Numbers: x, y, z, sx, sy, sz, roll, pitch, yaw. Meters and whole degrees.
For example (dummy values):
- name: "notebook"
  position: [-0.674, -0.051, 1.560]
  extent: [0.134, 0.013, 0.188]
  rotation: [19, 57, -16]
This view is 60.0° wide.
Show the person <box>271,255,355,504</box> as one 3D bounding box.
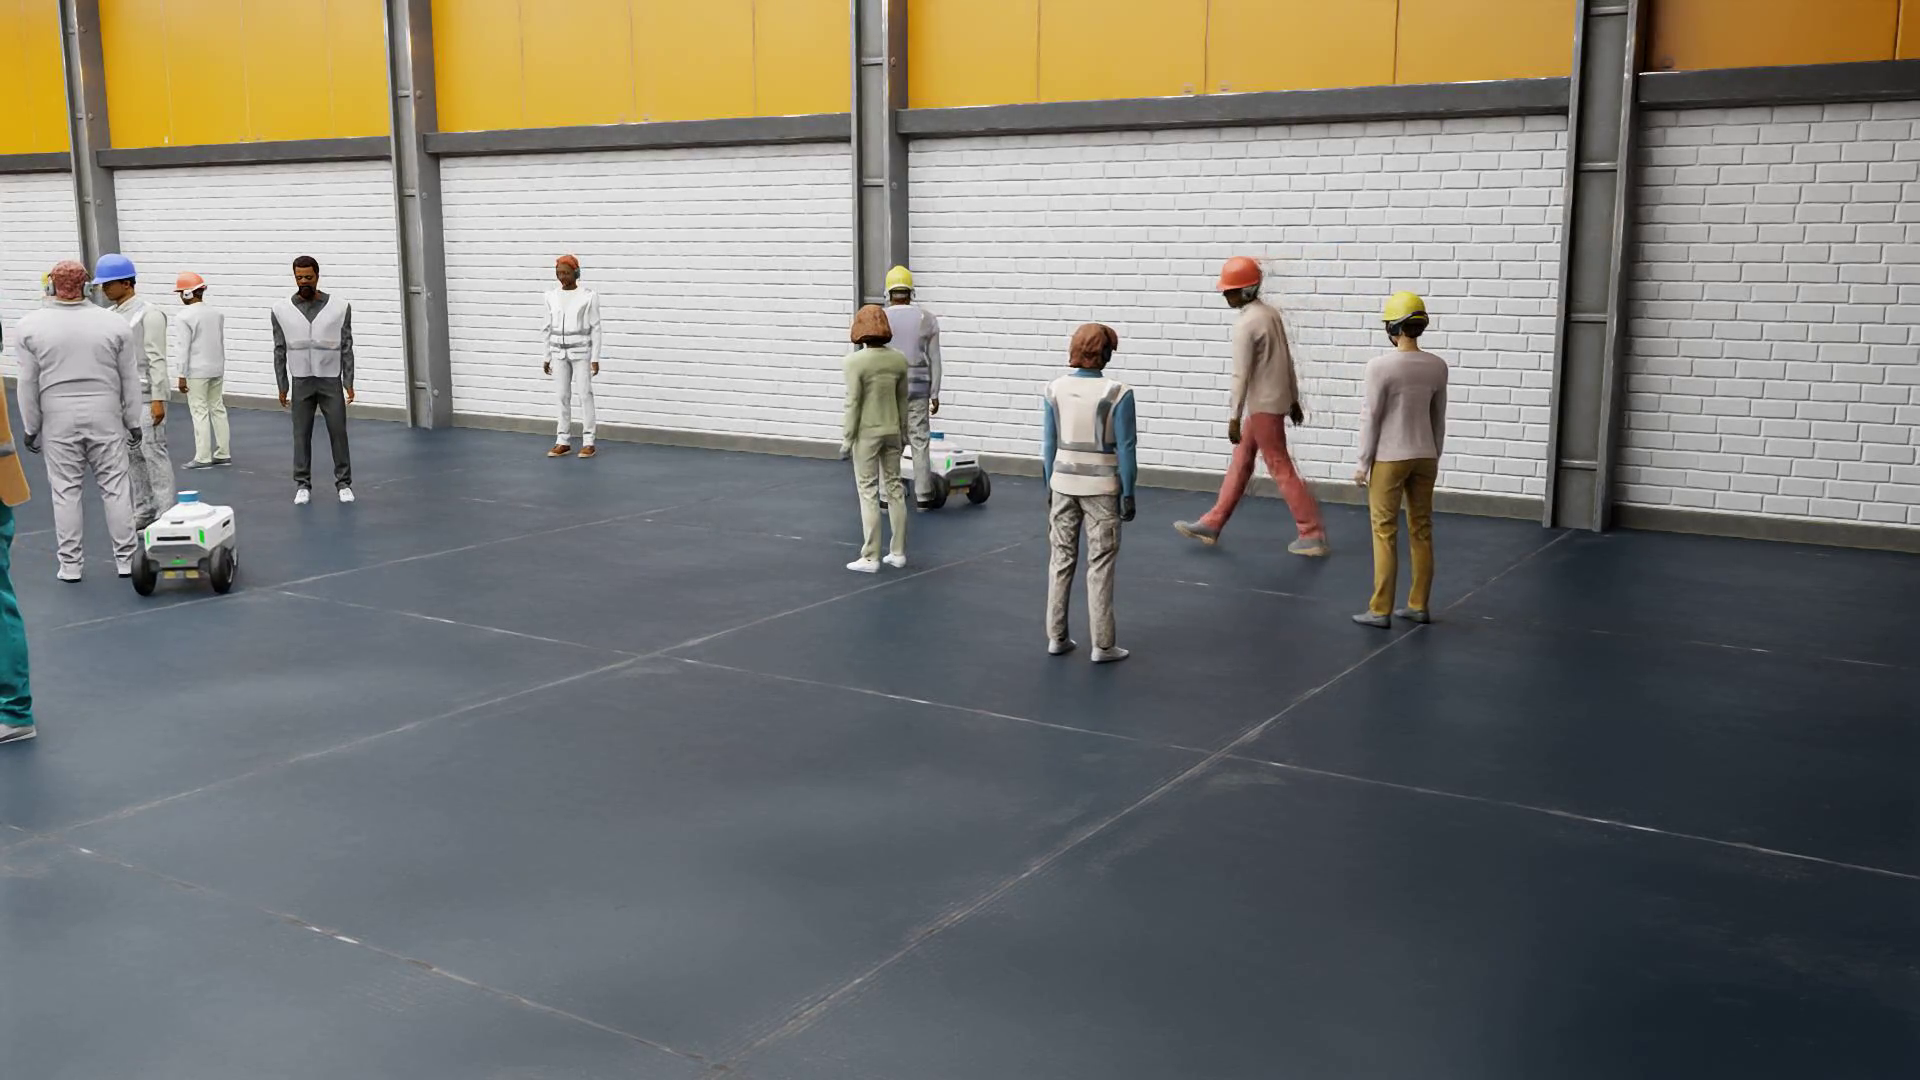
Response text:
- name: "person"
  position: [-4.965, -1.227, 12.823]
  extent: [0.585, 1.909, 0.391]
  rotation: [-3, 11, -17]

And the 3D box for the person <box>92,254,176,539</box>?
- name: "person"
  position: [-5.625, -0.973, 11.338]
  extent: [0.619, 1.932, 0.420]
  rotation: [6, 12, 29]

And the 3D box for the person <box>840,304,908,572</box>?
- name: "person"
  position: [-0.521, -0.619, 10.189]
  extent: [0.506, 1.632, 0.268]
  rotation: [-9, 14, -42]

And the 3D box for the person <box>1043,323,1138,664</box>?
- name: "person"
  position: [0.619, -0.223, 8.001]
  extent: [0.518, 1.633, 0.311]
  rotation: [7, 13, 36]

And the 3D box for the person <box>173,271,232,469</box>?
- name: "person"
  position: [-6.770, -1.507, 14.799]
  extent: [0.351, 1.744, 0.565]
  rotation: [3, 11, 15]

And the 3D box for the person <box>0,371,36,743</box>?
- name: "person"
  position: [-3.955, -0.127, 6.687]
  extent: [0.392, 1.914, 0.587]
  rotation: [-6, 12, -30]

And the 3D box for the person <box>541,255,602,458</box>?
- name: "person"
  position: [-3.626, -1.705, 15.508]
  extent: [0.584, 1.884, 0.349]
  rotation: [2, 10, 13]

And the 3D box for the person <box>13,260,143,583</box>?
- name: "person"
  position: [-5.219, -0.702, 9.894]
  extent: [0.651, 1.906, 0.403]
  rotation: [-6, 12, -30]

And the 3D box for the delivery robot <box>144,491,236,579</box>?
- name: "delivery robot"
  position: [-4.490, -0.043, 9.713]
  extent: [0.477, 0.478, 0.707]
  rotation: [-1, 11, -10]

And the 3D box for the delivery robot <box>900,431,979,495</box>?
- name: "delivery robot"
  position: [-0.171, -0.599, 12.810]
  extent: [0.477, 0.478, 0.707]
  rotation: [-8, 13, -36]

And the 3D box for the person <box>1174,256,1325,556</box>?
- name: "person"
  position: [1.931, -0.859, 10.735]
  extent: [1.013, 1.912, 0.670]
  rotation: [5, 11, 24]

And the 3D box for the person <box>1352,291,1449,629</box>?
- name: "person"
  position: [2.302, -0.416, 8.719]
  extent: [0.522, 1.762, 0.337]
  rotation: [-5, 11, -24]

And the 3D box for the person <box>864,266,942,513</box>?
- name: "person"
  position: [-0.428, -1.106, 12.333]
  extent: [0.586, 1.835, 0.403]
  rotation: [-1, 10, -5]
